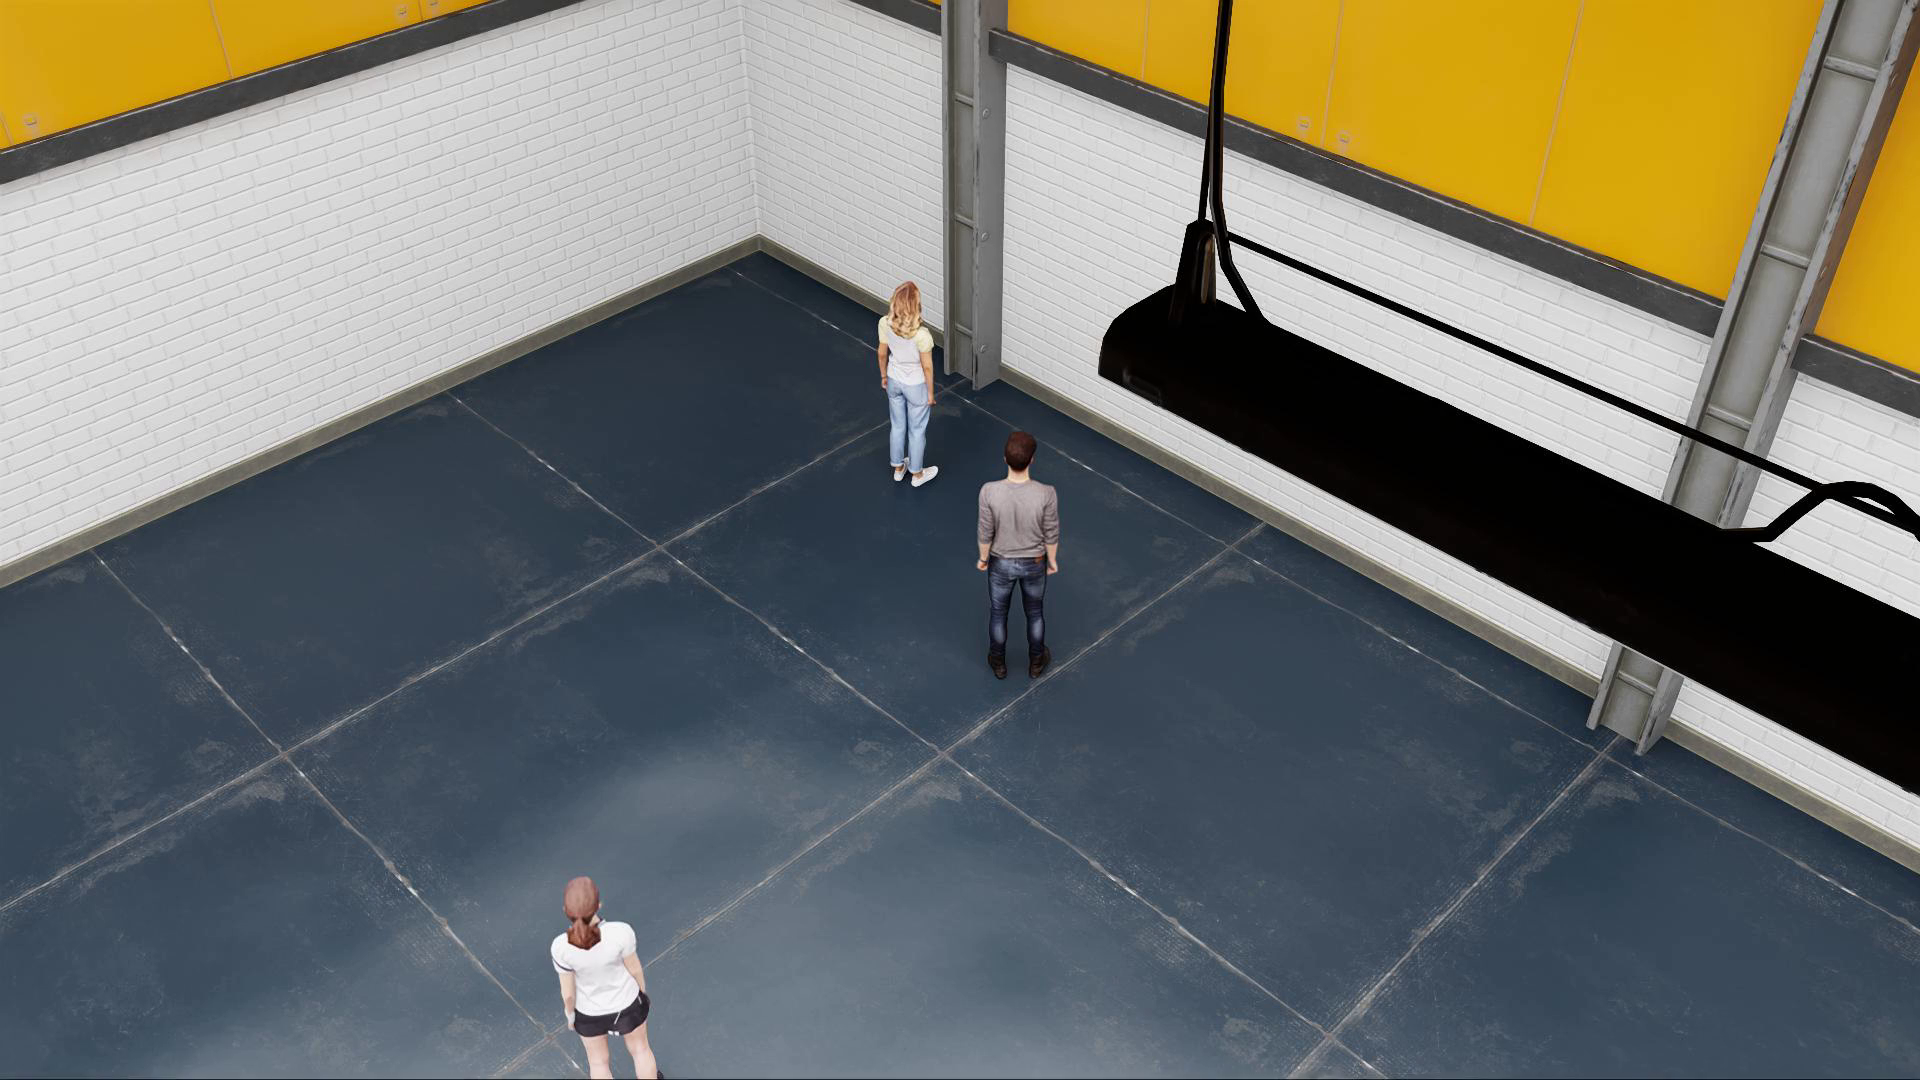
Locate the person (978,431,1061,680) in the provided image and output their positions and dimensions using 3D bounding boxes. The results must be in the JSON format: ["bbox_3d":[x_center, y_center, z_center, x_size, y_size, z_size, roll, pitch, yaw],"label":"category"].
[{"bbox_3d":[0.373,0.130,10.727,0.758,1.903,0.825,1,39,1],"label":"person"}]

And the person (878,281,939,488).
[{"bbox_3d":[-0.391,-1.168,12.498,0.566,1.722,0.741,20,43,23],"label":"person"}]

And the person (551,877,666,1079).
[{"bbox_3d":[-1.732,2.281,8.156,0.659,1.752,0.689,-11,40,-13],"label":"person"}]
